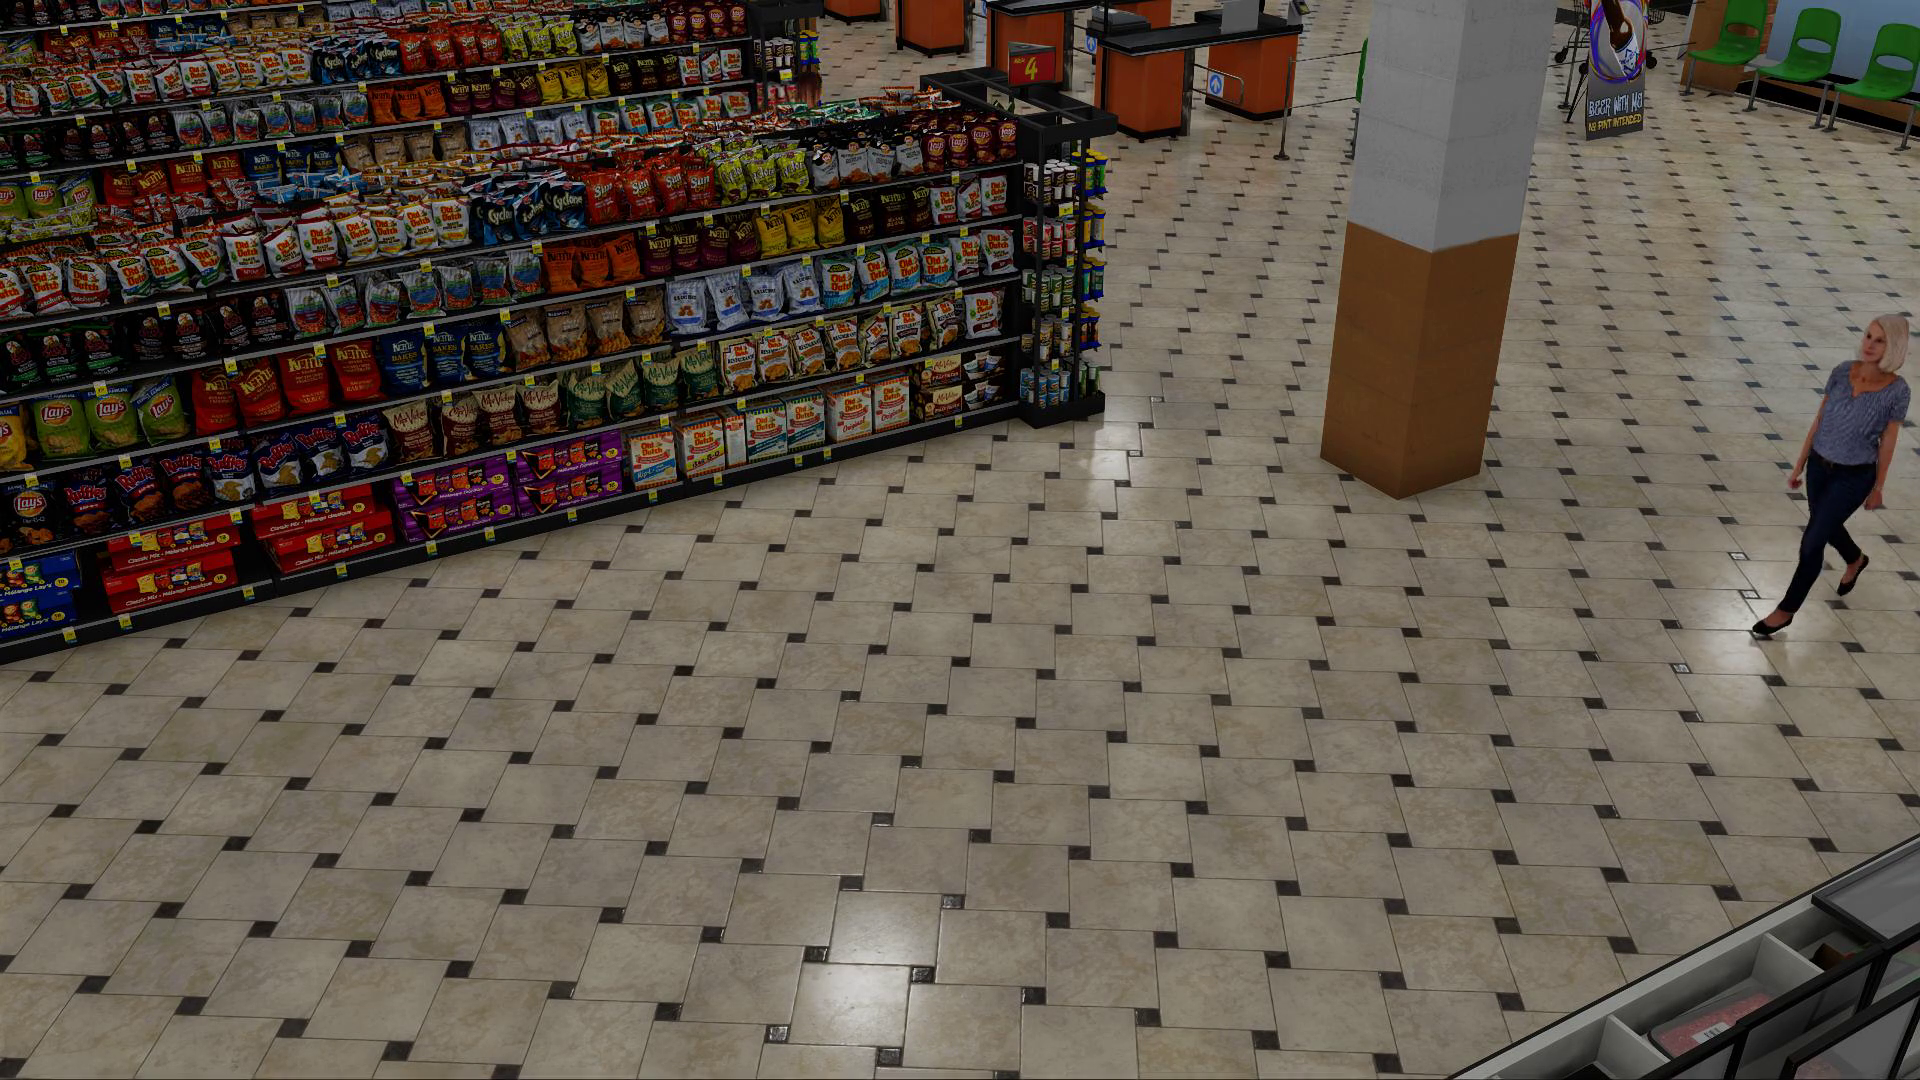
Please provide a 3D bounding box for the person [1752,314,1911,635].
[{"bbox_3d":[4.534,-0.348,8.477,1.109,1.690,0.655,-12,31,-21],"label":"person"}]
